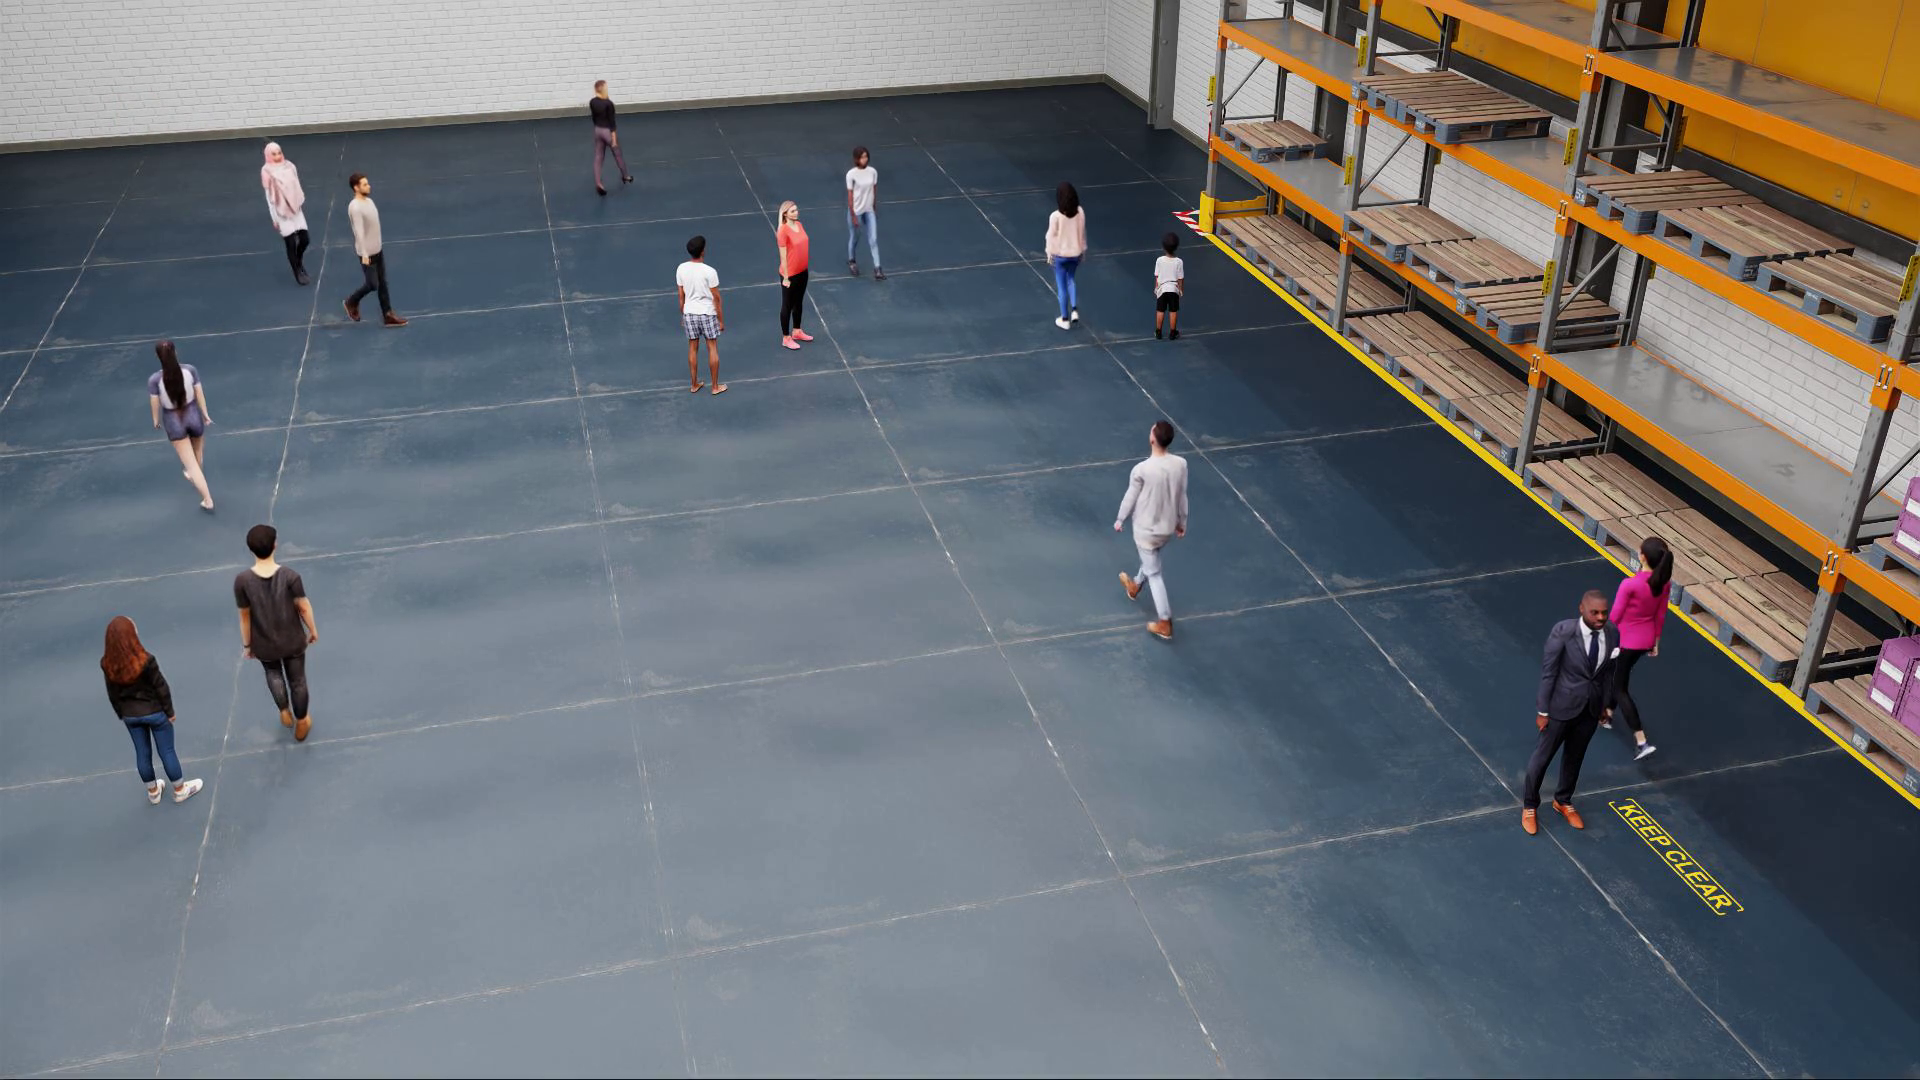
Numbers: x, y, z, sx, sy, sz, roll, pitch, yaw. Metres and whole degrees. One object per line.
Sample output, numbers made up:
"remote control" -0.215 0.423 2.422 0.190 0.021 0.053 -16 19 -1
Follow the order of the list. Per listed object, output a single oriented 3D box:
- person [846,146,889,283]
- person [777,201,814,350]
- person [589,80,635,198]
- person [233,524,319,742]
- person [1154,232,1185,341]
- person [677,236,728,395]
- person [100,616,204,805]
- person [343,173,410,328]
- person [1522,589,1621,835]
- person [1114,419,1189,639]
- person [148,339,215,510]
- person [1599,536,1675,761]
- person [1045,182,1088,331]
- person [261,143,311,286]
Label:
"person" -1.288 -4.117 20.978 0.774 1.678 1.167 -14 32 -24
"person" -1.911 -3.050 19.006 0.734 1.694 0.664 14 31 23
"person" -5.187 -5.772 24.059 1.007 1.633 1.109 13 31 22
"person" -4.965 0.725 12.078 0.636 1.700 0.610 -7 29 -13
"person" 2.413 -2.937 19.250 0.568 1.261 0.598 6 29 10
"person" -2.773 -2.401 17.776 0.715 1.732 0.717 9 30 16
"person" -5.634 1.176 11.479 0.614 1.483 0.582 0 29 0
"person" -6.960 -3.361 19.404 0.930 1.859 0.999 3 29 5
"person" 4.120 1.127 11.212 0.711 1.824 0.628 -4 29 -8
"person" 1.608 -0.052 13.409 0.897 1.790 1.222 -16 32 -26
"person" -7.155 -1.035 15.402 0.914 1.606 1.105 -25 37 -38
"person" 4.891 0.798 11.972 0.624 1.673 1.074 -10 30 -18
"person" 1.281 -3.268 19.338 0.688 1.759 0.695 -10 30 -18
"person" -8.451 -4.072 20.776 0.841 1.792 0.785 24 37 37
